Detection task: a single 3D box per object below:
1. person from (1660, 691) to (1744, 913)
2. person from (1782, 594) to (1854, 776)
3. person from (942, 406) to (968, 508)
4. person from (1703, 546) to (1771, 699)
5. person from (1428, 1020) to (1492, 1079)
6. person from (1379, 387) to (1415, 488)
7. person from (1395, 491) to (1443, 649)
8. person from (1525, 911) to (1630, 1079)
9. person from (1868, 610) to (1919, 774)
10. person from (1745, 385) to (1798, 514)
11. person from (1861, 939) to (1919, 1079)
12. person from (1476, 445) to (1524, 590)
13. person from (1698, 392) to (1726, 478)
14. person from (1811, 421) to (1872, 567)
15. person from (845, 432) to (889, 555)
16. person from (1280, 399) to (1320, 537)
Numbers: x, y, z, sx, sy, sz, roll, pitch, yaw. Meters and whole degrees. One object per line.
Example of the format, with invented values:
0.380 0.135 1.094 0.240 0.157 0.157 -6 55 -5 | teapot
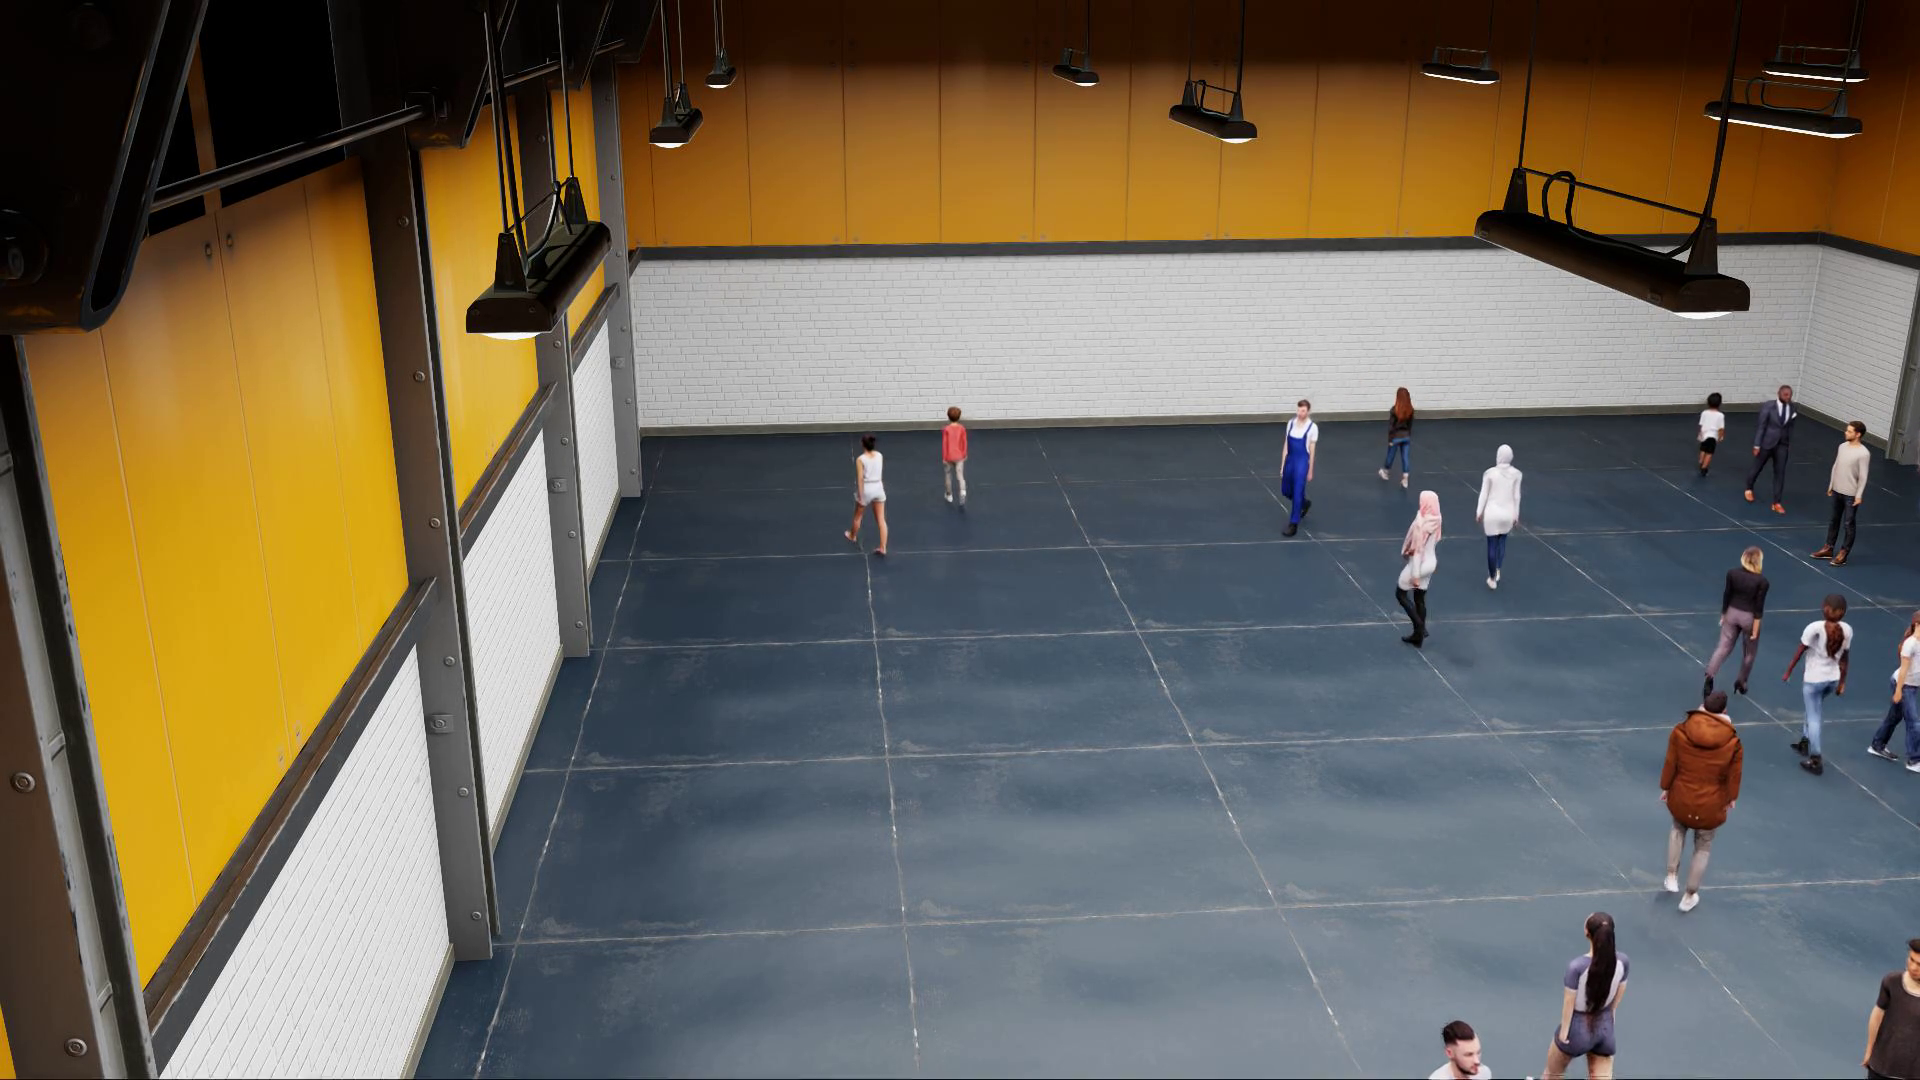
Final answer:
5.791 2.077 13.093 0.866 1.818 0.912 12 22 32 | person
8.034 1.356 15.419 0.649 1.701 0.821 -4 19 -11 | person
-0.063 -1.164 23.366 0.632 1.404 0.893 -6 19 -16 | person
7.879 0.895 16.881 1.034 1.641 1.044 -16 25 -40 | person
2.670 3.420 9.072 0.763 1.839 0.740 -12 22 -32 | person
6.459 -1.480 24.233 0.584 1.451 0.913 -3 19 -9 | person
5.135 0.347 18.272 0.776 1.792 0.827 -15 24 -38 | person
3.947 3.117 10.325 0.653 1.614 1.003 -3 19 -9 | person
8.847 1.361 15.657 0.820 1.539 0.965 -14 23 -35 | person
11.334 -1.322 23.275 0.798 1.762 1.184 0 19 1 | person
5.748 3.144 10.091 0.693 1.713 0.768 17 25 42 | person
6.530 -0.257 20.104 0.692 1.767 0.733 2 19 6 | person
11.162 -1.550 24.772 0.750 1.238 0.818 15 24 37 | person
11.203 -0.610 20.997 0.763 1.866 0.597 -6 20 -18 | person
-1.100 -0.567 21.344 0.870 1.563 1.118 -11 21 -29 | person
4.558 -1.002 22.203 1.025 1.840 1.070 16 24 39 | person
